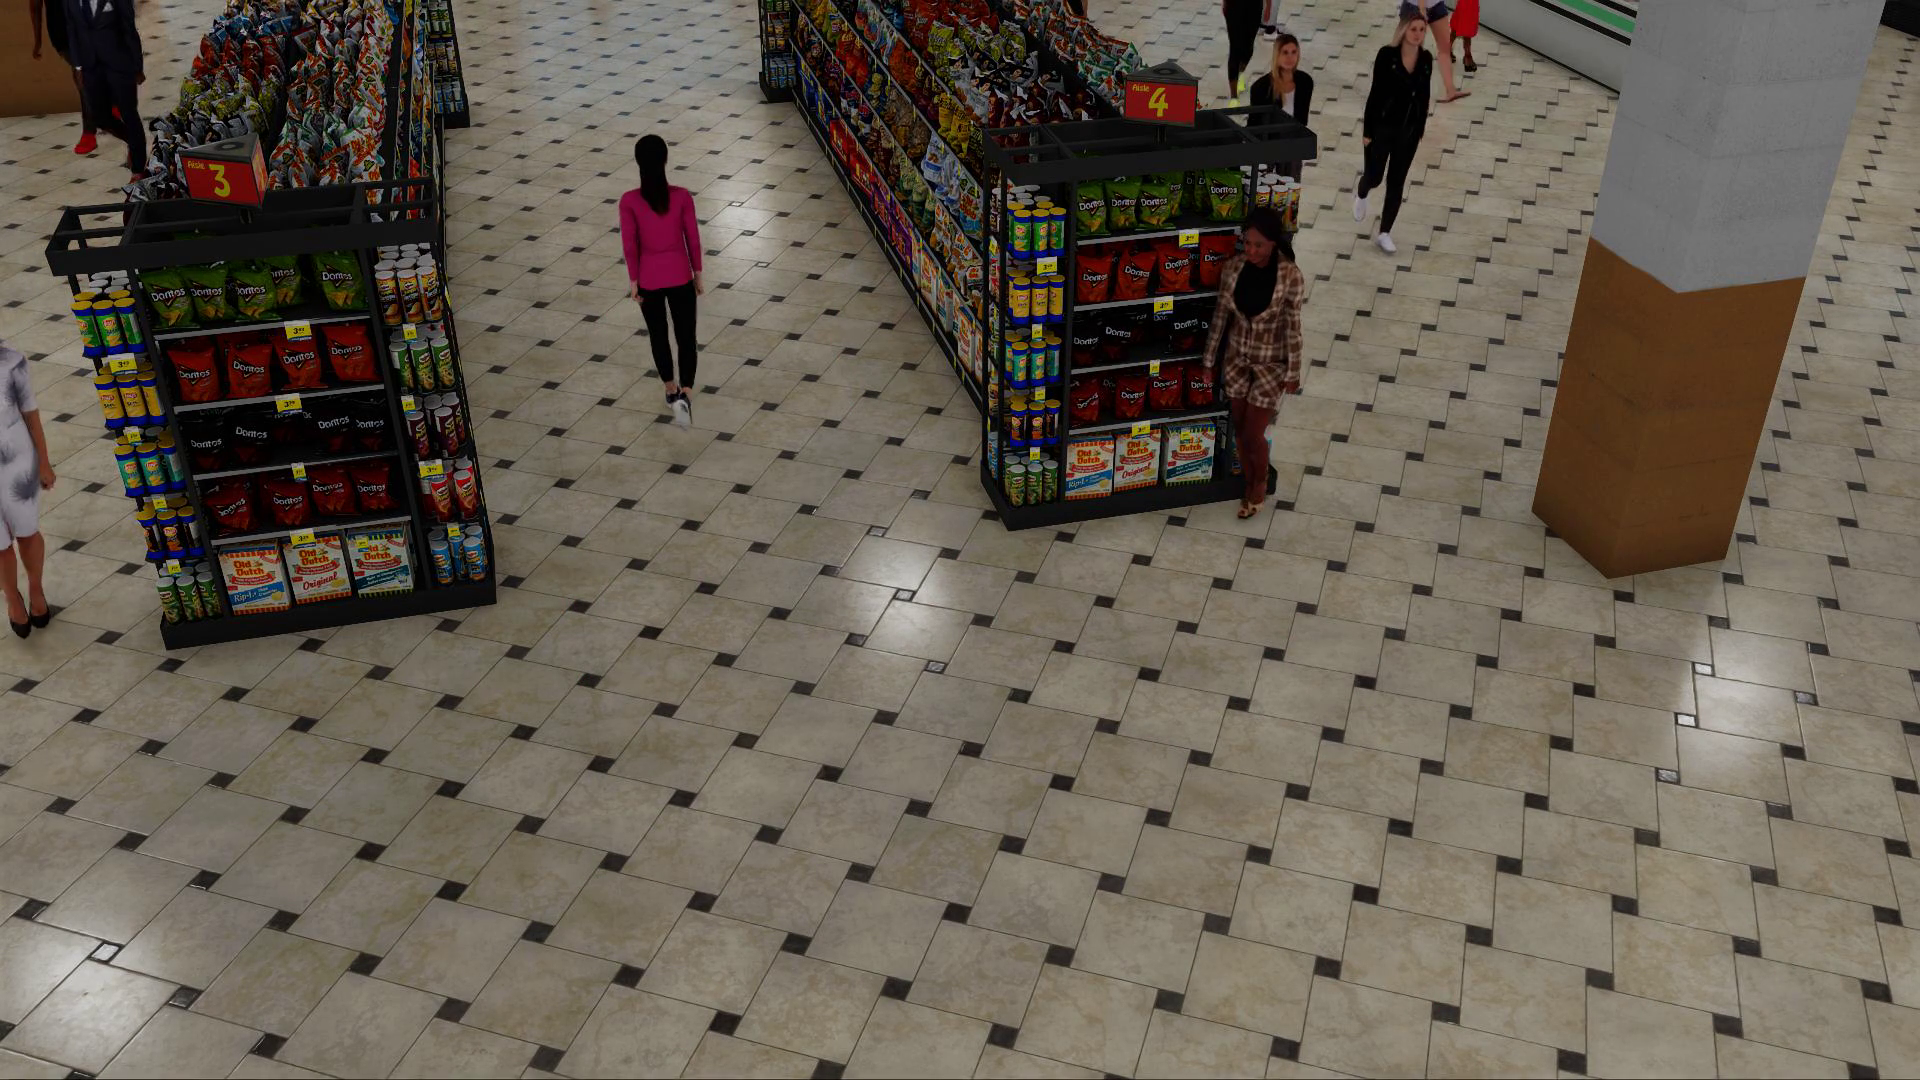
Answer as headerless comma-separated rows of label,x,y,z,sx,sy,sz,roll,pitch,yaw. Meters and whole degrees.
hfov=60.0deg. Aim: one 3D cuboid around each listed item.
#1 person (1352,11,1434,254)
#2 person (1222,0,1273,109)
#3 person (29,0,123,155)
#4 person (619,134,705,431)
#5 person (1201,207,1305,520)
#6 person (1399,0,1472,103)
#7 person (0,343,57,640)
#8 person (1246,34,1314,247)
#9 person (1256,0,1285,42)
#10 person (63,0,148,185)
person,3.033,-2.904,11.771,0.718,1.670,0.923,-3,32,-5
person,2.496,-4.688,14.598,0.852,1.713,1.201,2,32,3
person,-7.249,-4.157,13.695,0.922,1.764,1.296,2,32,3
person,-1.661,-1.407,9.359,0.635,1.676,1.035,-5,32,-8
person,1.541,-0.884,8.438,0.756,1.760,0.825,24,39,33
person,4.021,-4.713,14.686,0.945,1.662,1.172,-27,41,-36
person,-4.423,-0.370,7.654,0.700,1.717,0.685,-16,35,-24
person,2.120,-2.629,11.365,0.682,1.632,1.048,-3,32,-5
person,3.171,-5.951,16.400,0.808,1.954,0.588,-3,32,-4
person,-6.558,-3.672,12.873,0.845,1.810,0.959,1,32,2
